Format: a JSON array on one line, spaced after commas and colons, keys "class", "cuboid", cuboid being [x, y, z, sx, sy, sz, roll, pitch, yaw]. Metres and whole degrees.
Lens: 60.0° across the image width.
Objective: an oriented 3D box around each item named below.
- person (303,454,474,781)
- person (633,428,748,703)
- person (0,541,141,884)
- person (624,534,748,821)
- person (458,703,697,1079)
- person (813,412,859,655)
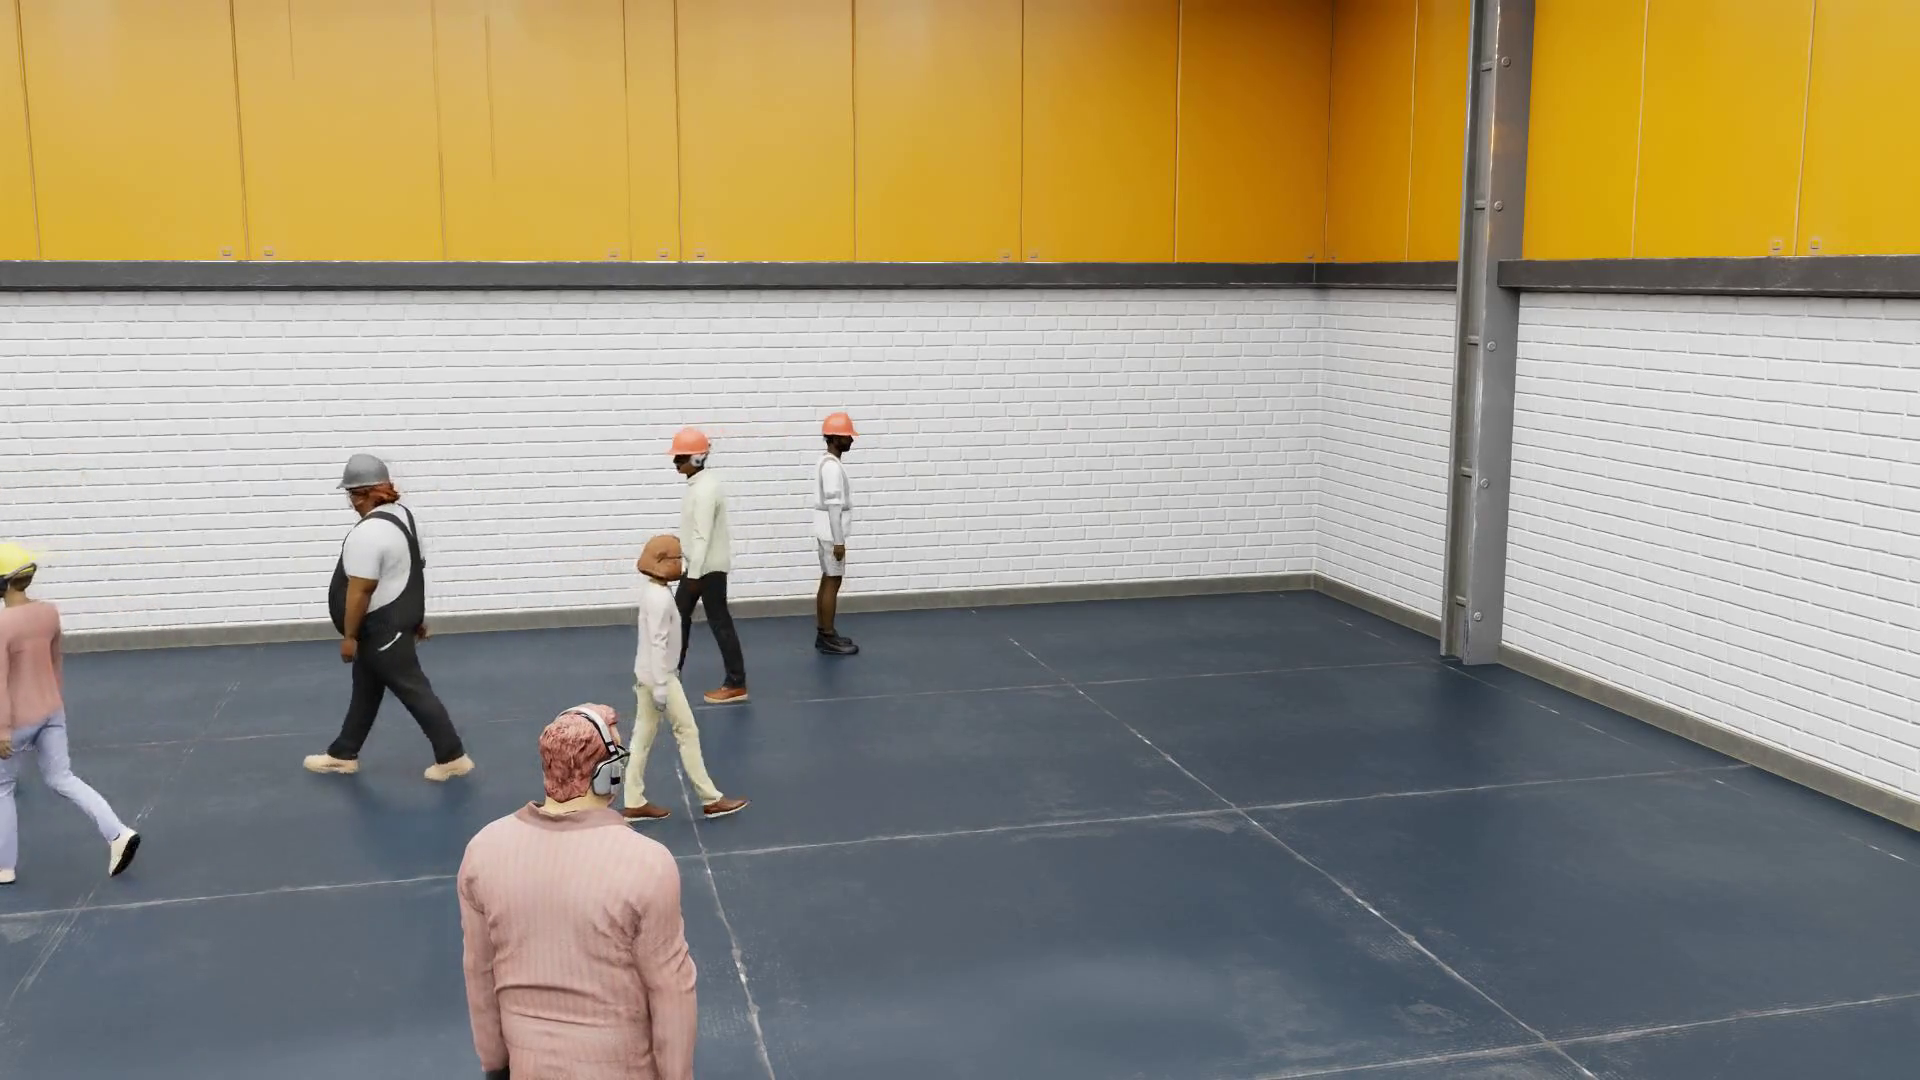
[{"class": "person", "cuboid": [-3.413, 0.437, 9.891, 1.067, 2.000, 0.687, 0, 9, -1]}, {"class": "person", "cuboid": [-1.918, 0.198, 11.664, 0.916, 1.952, 0.630, -3, 10, -18]}, {"class": "person", "cuboid": [-4.537, 0.861, 8.214, 0.790, 1.742, 0.532, 1, 9, 9]}, {"class": "person", "cuboid": [-1.532, 0.761, 9.192, 0.752, 1.600, 0.523, -3, 10, -18]}, {"class": "person", "cuboid": [-0.986, 1.375, 4.456, 0.651, 1.906, 0.401, 3, 10, 18]}, {"class": "person", "cuboid": [-0.983, -0.057, 13.302, 0.373, 1.934, 0.551, -2, 9, -12]}]
